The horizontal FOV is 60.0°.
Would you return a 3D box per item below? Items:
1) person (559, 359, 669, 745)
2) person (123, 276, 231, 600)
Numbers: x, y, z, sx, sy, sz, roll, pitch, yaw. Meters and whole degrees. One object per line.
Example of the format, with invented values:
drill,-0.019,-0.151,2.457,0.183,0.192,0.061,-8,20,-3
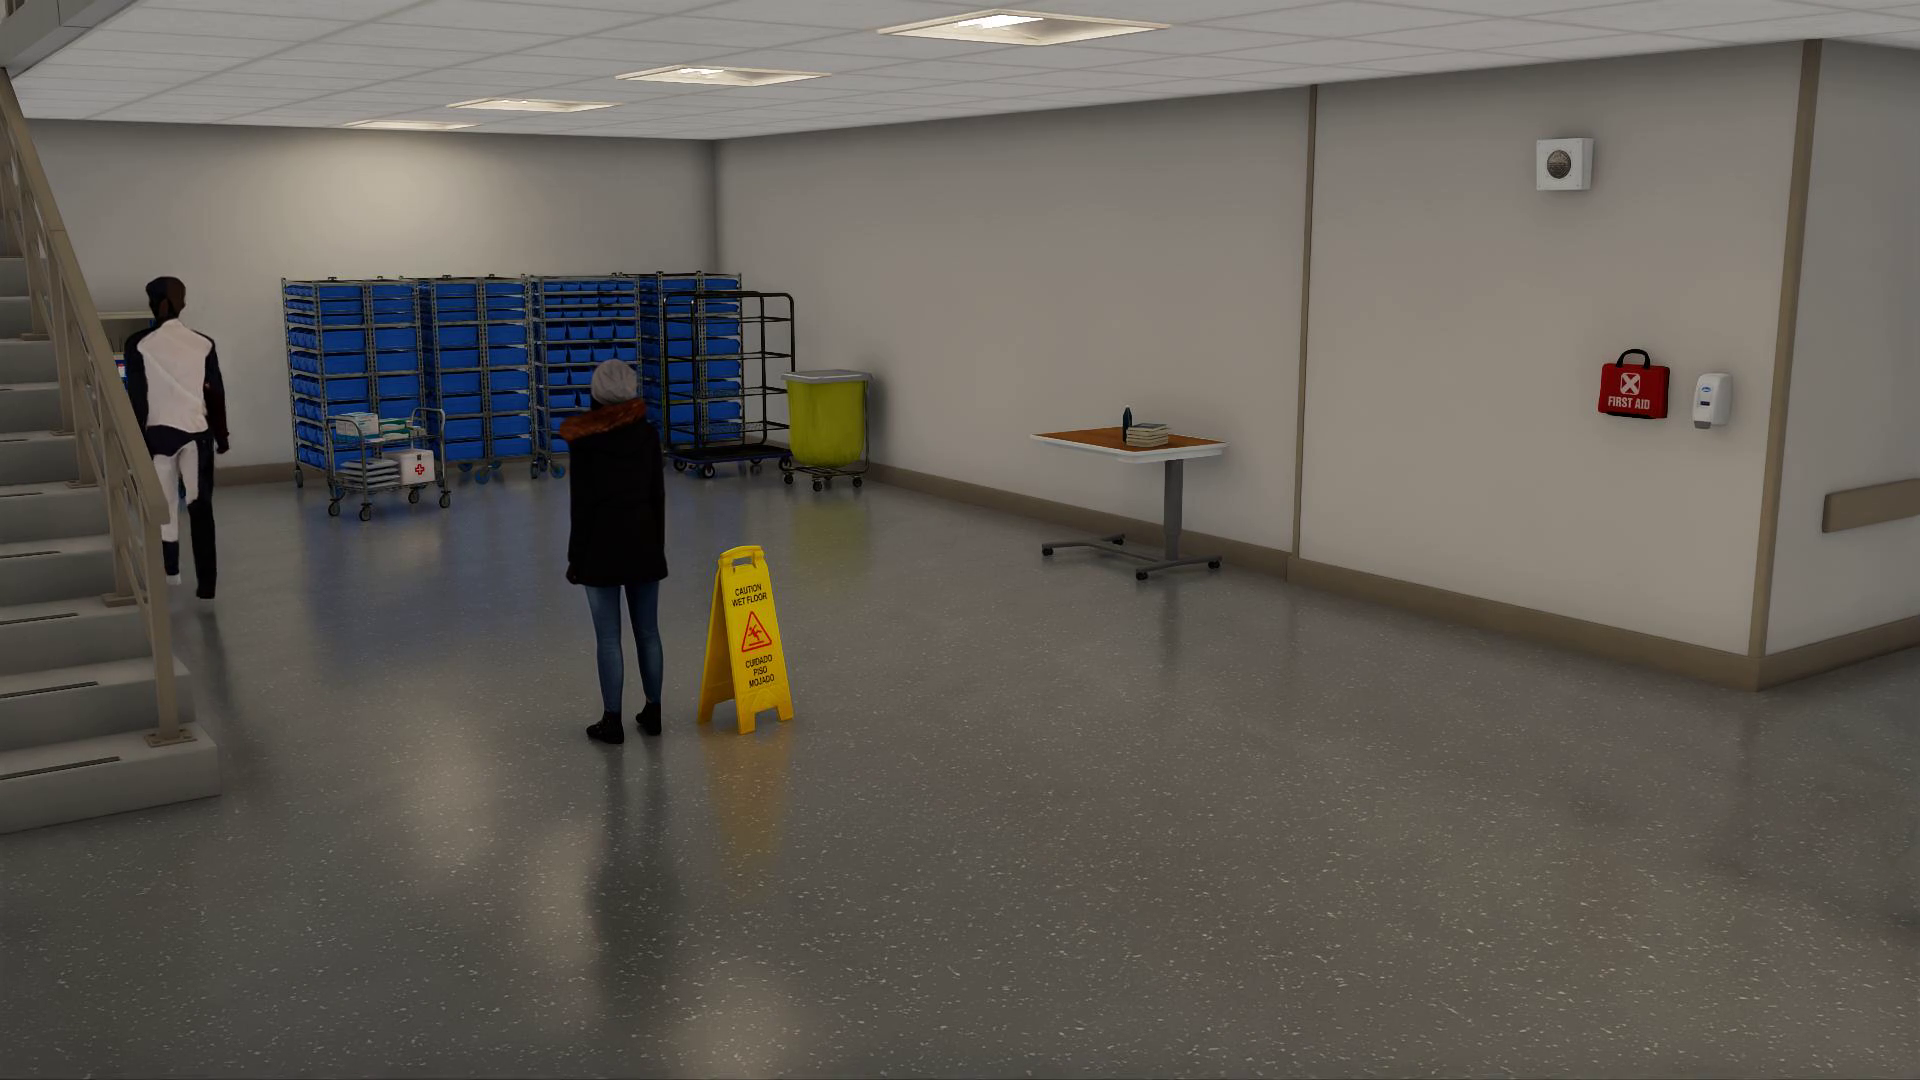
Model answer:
person,-1.445,0.042,7.070,0.625,1.632,0.594,-8,13,-36
person,-4.459,-0.533,9.536,0.711,1.843,1.191,-7,13,-33
